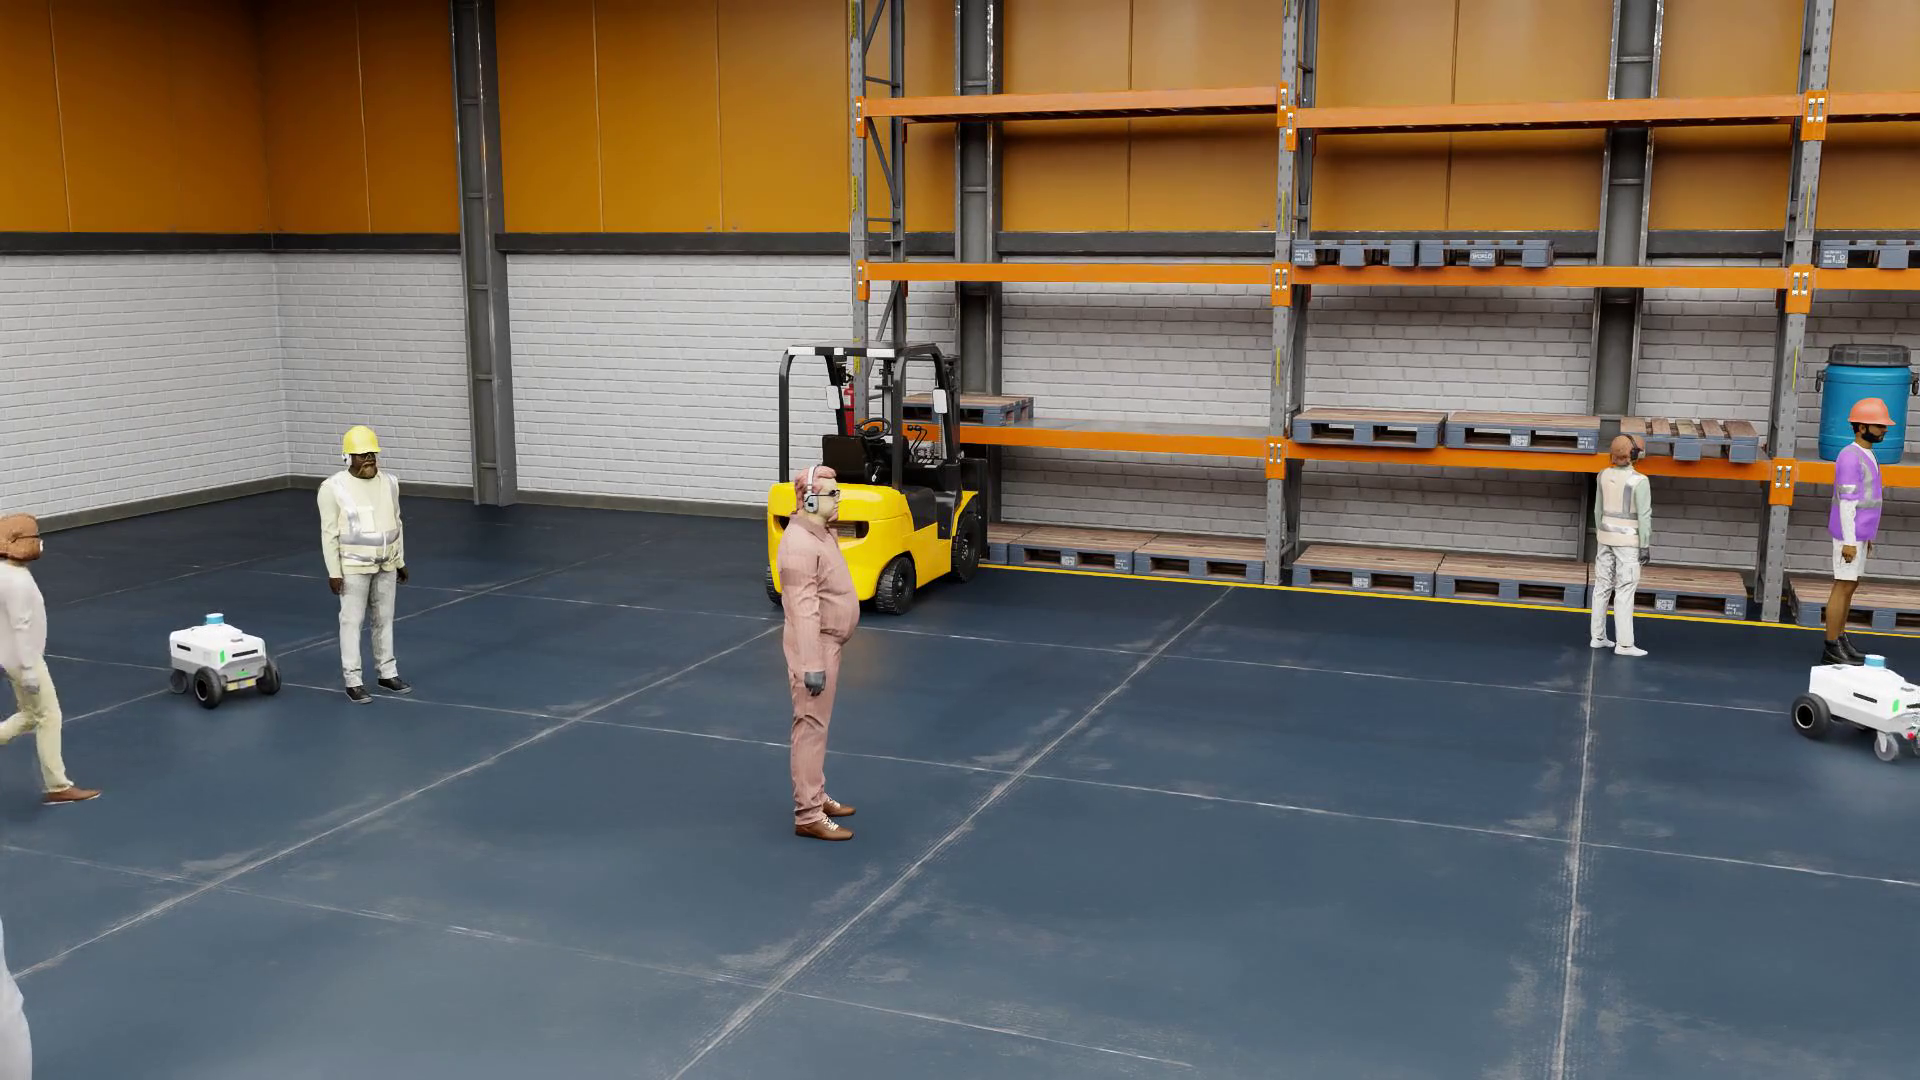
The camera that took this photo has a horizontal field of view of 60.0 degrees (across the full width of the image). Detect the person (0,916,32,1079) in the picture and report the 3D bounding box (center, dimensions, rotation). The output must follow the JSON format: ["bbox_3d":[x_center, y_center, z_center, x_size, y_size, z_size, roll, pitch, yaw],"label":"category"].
[{"bbox_3d":[-2.561,1.410,4.023,0.634,1.839,0.429,-1,10,-8],"label":"person"}]

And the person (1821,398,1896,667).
[{"bbox_3d":[6.418,-0.051,11.890,0.359,1.938,0.545,8,13,38],"label":"person"}]

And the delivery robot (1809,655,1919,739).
[{"bbox_3d":[5.478,0.933,9.998,0.477,0.478,0.707,-3,11,-16],"label":"delivery robot"}]

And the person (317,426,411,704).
[{"bbox_3d":[-3.928,0.155,11.037,0.404,1.832,0.596,7,12,35],"label":"person"}]

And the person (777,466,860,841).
[{"bbox_3d":[-0.717,0.567,8.533,0.409,1.909,0.643,0,10,0],"label":"person"}]

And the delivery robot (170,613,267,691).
[{"bbox_3d":[-4.959,0.735,11.106,0.707,0.478,0.477,8,13,37],"label":"delivery robot"}]

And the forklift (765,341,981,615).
[{"bbox_3d":[-0.739,-0.602,14.246,1.214,2.155,2.313,4,11,21],"label":"forklift"}]

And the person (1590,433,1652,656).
[{"bbox_3d":[4.865,0.037,12.239,0.307,1.639,0.514,-4,11,-22],"label":"person"}]

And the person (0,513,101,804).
[{"bbox_3d":[-5.043,0.654,8.865,0.632,1.612,0.505,-7,12,-34],"label":"person"}]
